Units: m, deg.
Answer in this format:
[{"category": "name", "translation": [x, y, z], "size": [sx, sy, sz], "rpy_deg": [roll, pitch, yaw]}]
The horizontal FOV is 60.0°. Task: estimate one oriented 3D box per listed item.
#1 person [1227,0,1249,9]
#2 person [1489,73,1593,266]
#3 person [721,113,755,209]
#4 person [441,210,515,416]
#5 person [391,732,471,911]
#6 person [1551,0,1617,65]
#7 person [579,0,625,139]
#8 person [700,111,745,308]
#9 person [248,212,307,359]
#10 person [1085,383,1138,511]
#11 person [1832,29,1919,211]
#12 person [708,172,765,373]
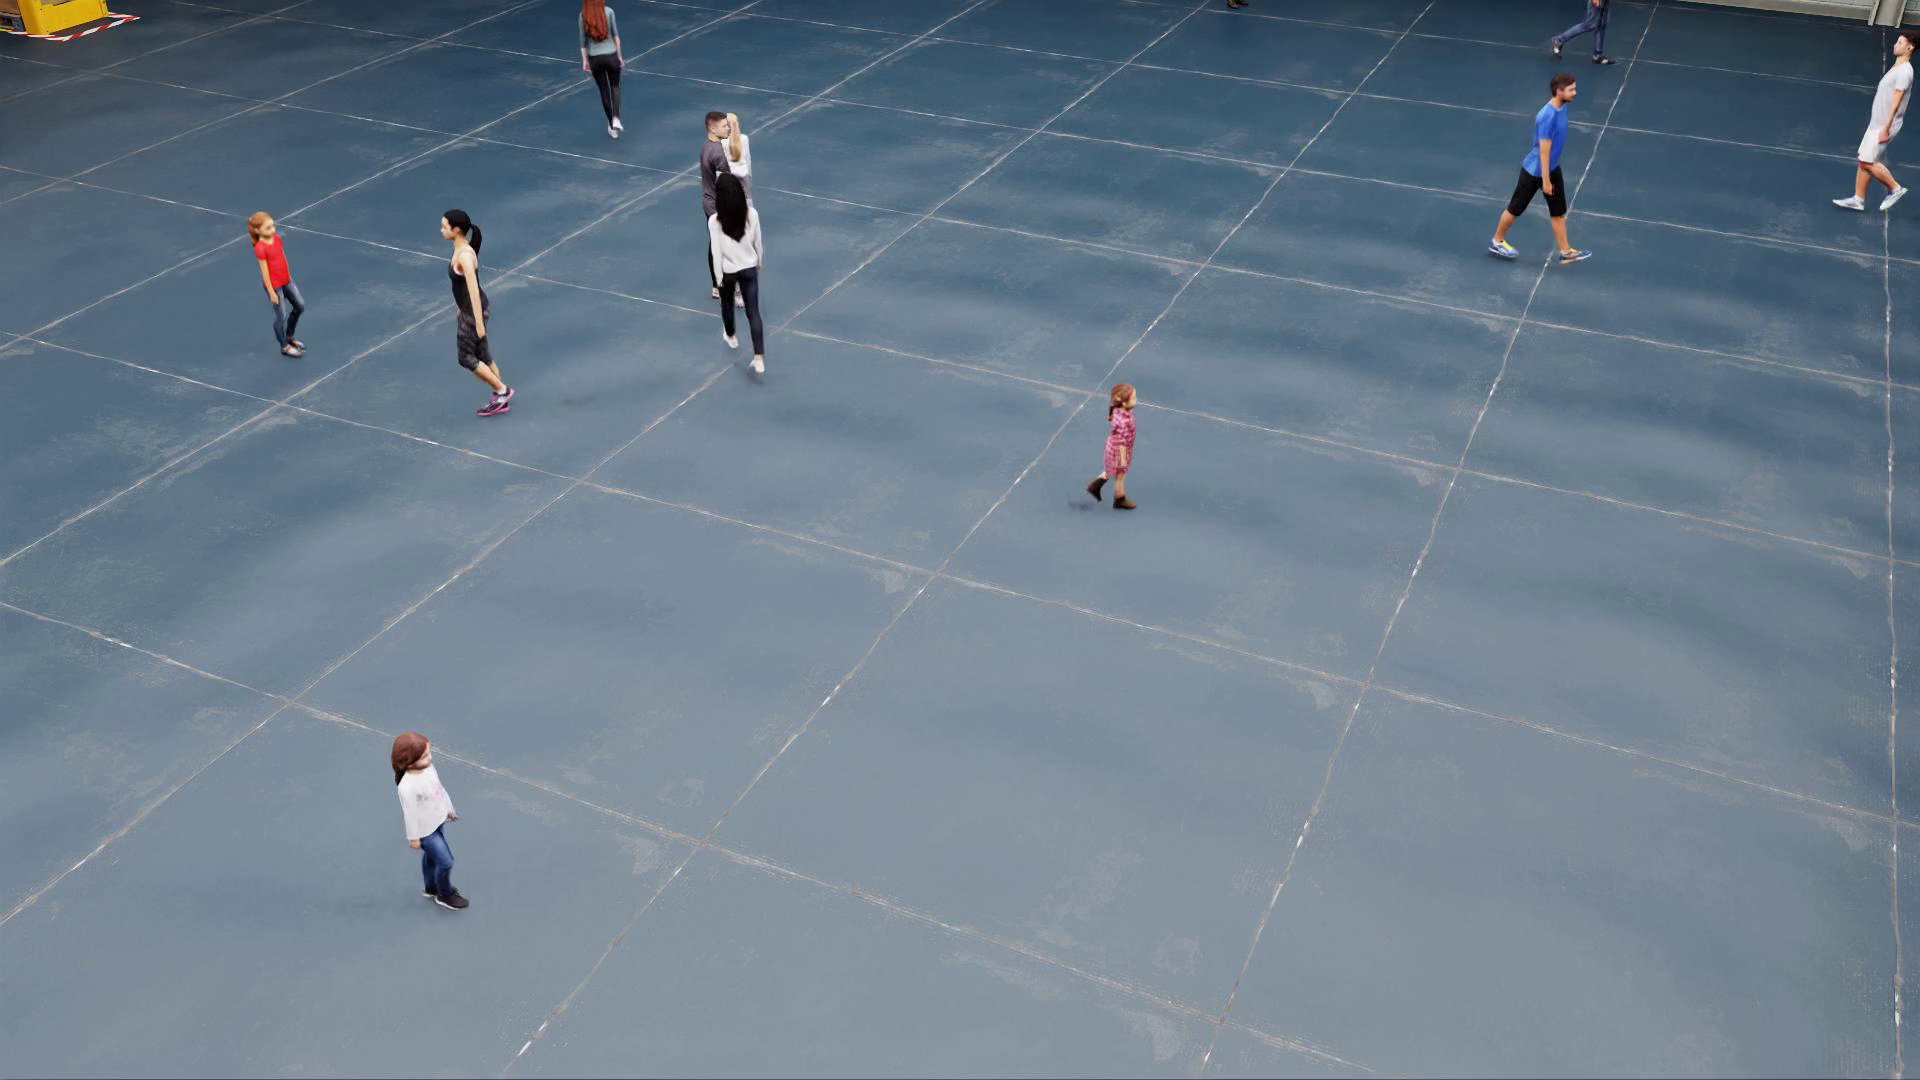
[{"category": "person", "translation": [4.021, -8.500, 23.831], "size": [0.722, 1.634, 0.714], "rpy_deg": [28, 42, 36]}, {"category": "person", "translation": [5.388, -3.489, 15.719], "size": [1.253, 1.815, 0.820], "rpy_deg": [23, 39, 31]}, {"category": "person", "translation": [-2.165, -3.546, 16.323], "size": [0.733, 1.267, 0.808], "rpy_deg": [-14, 35, -21]}, {"category": "person", "translation": [-3.727, -1.780, 13.099], "size": [0.781, 1.720, 0.722], "rpy_deg": [-12, 34, -18]}, {"category": "person", "translation": [-2.806, 1.440, 8.573], "size": [0.586, 1.102, 0.525], "rpy_deg": [3, 32, 5]}, {"category": "person", "translation": [8.104, -7.022, 21.291], "size": [1.042, 1.845, 0.646], "rpy_deg": [14, 35, 22]}, {"category": "person", "translation": [-4.015, -5.386, 18.802], "size": [0.748, 1.734, 0.810], "rpy_deg": [-10, 34, -15]}, {"category": "person", "translation": [-2.165, -2.977, 14.956], "size": [0.777, 1.762, 0.718], "rpy_deg": [-11, 34, -16]}, {"category": "person", "translation": [-5.844, -2.171, 14.114], "size": [0.541, 1.297, 0.525], "rpy_deg": [9, 33, 14]}, {"category": "person", "translation": [1.106, -0.671, 12.000], "size": [0.668, 1.016, 0.559], "rpy_deg": [0, 32, -1]}, {"category": "person", "translation": [9.447, -4.202, 16.821], "size": [0.899, 1.844, 0.765], "rpy_deg": [10, 34, 15]}, {"category": "person", "translation": [-1.803, -2.178, 13.793], "size": [1.097, 1.653, 1.185], "rpy_deg": [-13, 34, -20]}]
